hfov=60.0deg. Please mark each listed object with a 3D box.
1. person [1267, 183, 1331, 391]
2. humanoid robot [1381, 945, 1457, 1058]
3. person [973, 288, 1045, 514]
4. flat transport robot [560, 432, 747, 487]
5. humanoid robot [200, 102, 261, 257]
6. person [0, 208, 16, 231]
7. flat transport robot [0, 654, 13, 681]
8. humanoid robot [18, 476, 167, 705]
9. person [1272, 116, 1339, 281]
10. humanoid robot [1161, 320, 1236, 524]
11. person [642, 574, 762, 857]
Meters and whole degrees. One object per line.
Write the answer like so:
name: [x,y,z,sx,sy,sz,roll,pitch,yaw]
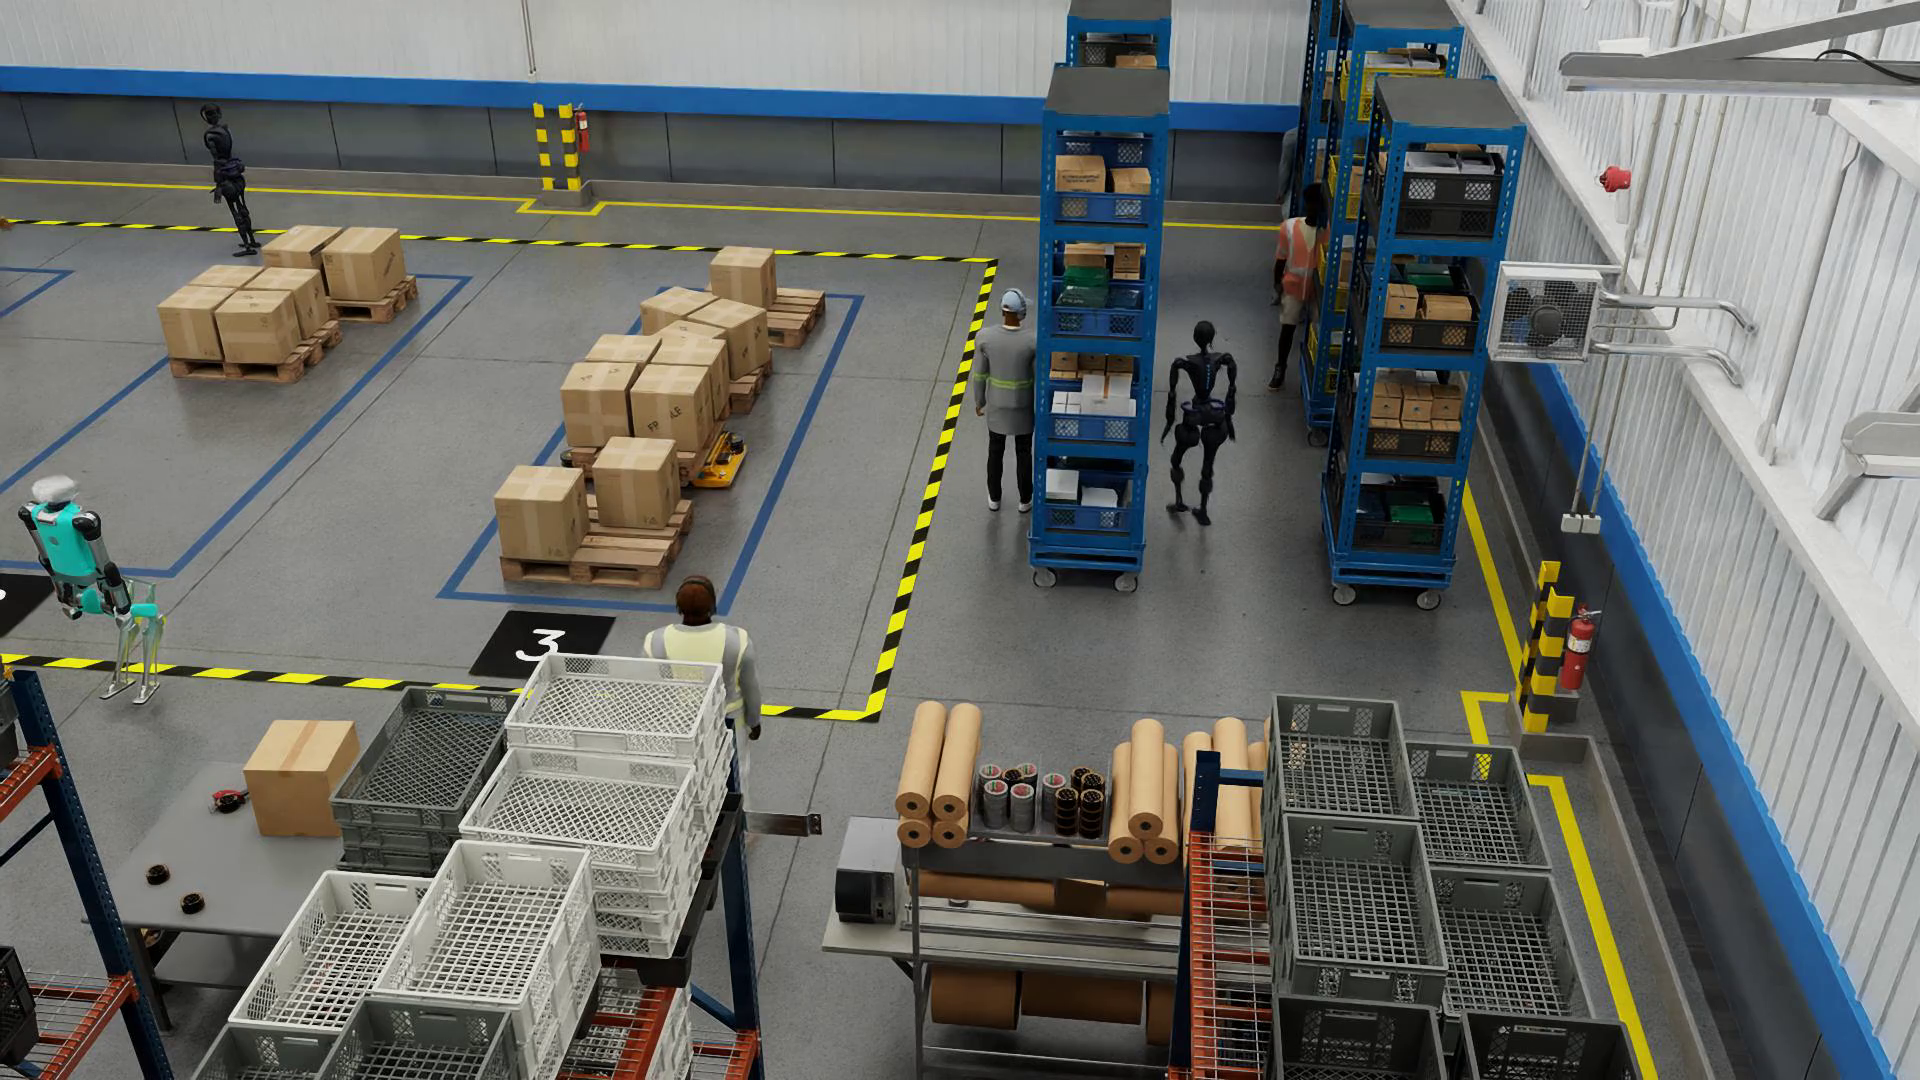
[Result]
person: [3.084,-2.231,14.819,0.611,1.962,0.363,10,32,16]
humanoid robot: [2.069,2.254,7.420,0.597,1.641,0.596,-14,33,-22]
person: [0.404,-1.085,12.964,0.596,1.849,0.389,6,31,10]
flat transport robot: [-2.554,-0.707,13.861,1.431,0.197,0.652,3,30,6]
humanoid robot: [-7.906,-3.900,17.961,0.315,1.654,0.599,-2,30,-4]
person: [-11.291,-4.387,18.669,1.025,1.826,0.609,12,32,19]
flat transport robot: [-7.142,0.969,11.010,1.431,0.231,0.659,3,30,6]
humanoid robot: [-5.429,0.254,10.644,0.533,1.677,0.735,8,31,14]
person: [3.586,-3.648,17.296,0.626,1.932,0.369,-10,32,-17]
humanoid robot: [1.858,-0.920,12.851,0.583,1.644,0.417,-6,31,-9]
person: [-1.424,1.011,9.374,0.633,1.839,0.429,-2,30,-3]
